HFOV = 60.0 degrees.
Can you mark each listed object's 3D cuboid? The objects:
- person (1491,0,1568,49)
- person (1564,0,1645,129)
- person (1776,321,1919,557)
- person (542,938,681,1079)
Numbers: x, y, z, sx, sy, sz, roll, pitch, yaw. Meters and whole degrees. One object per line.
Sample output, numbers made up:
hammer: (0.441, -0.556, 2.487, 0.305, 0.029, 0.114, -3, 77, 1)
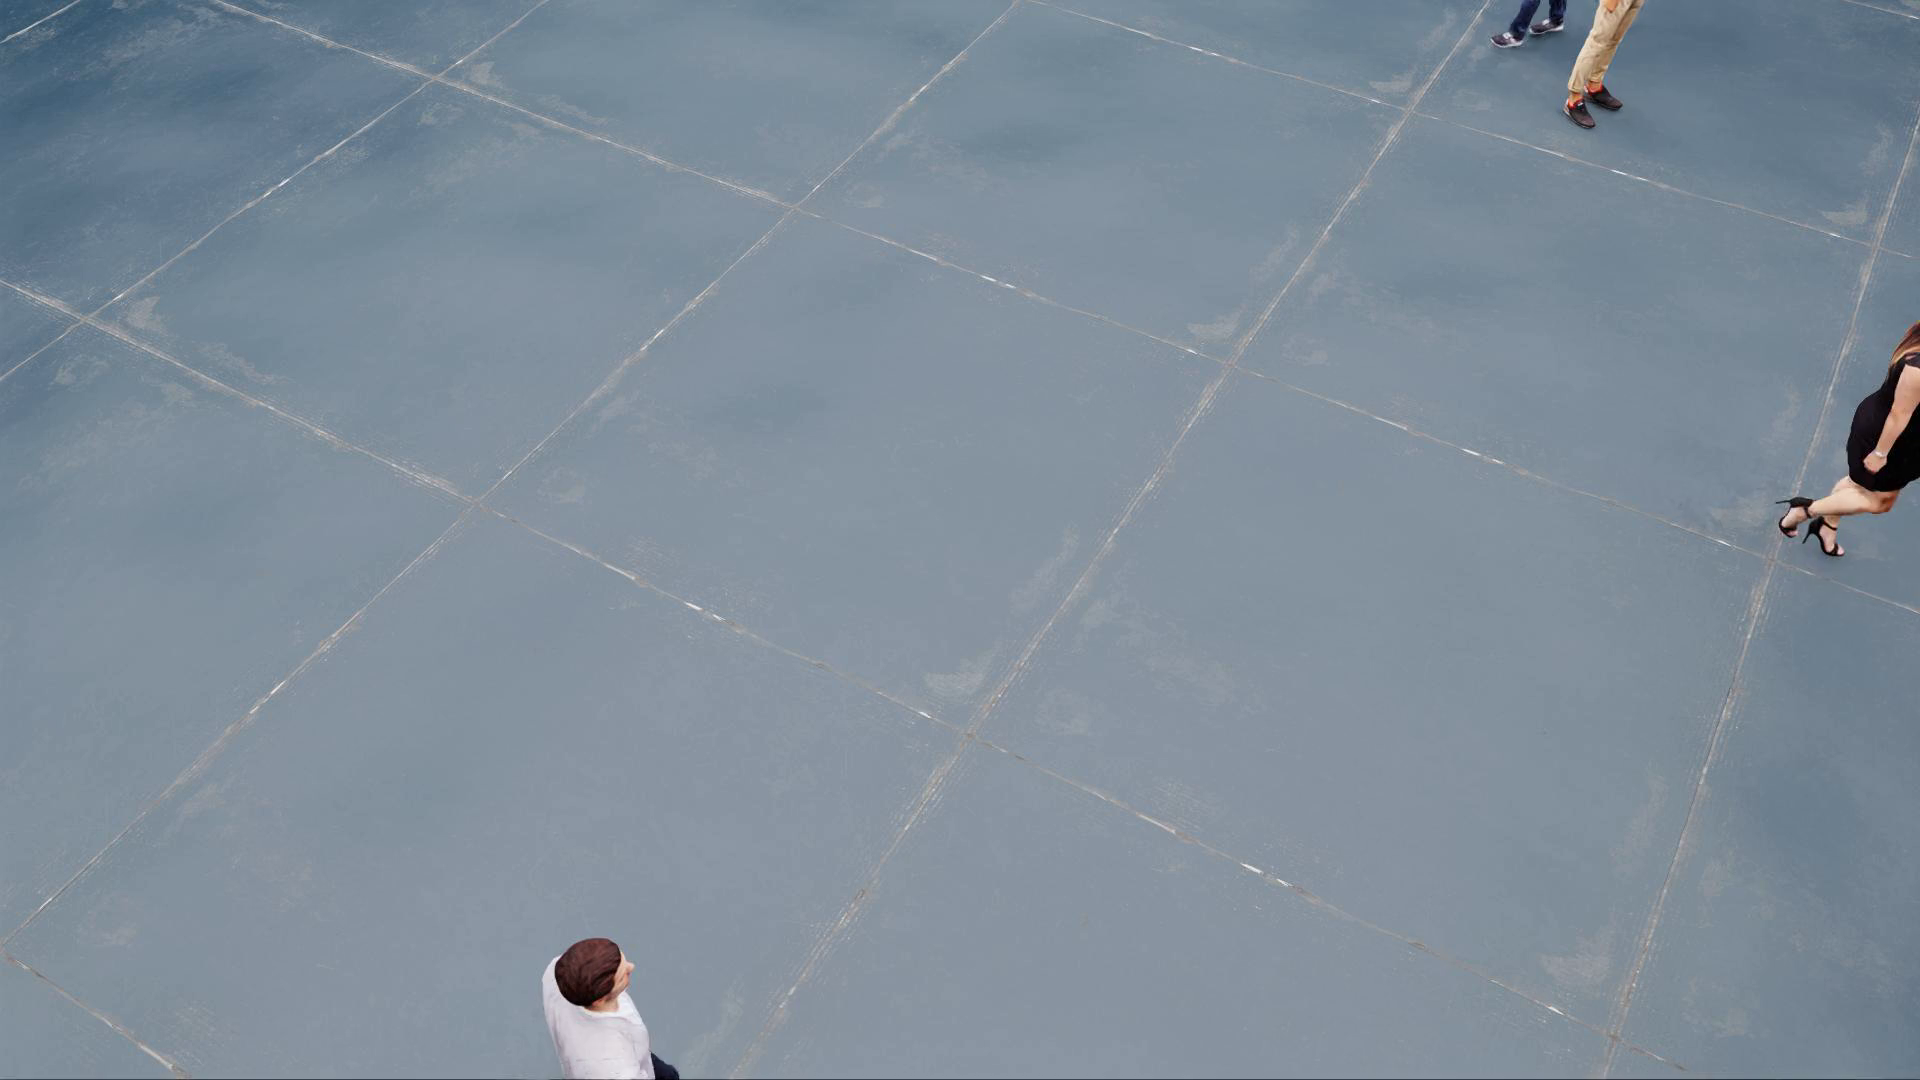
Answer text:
person: (4.180, -4.141, 11.353, 0.925, 1.530, 0.847, -8, 48, -8)
person: (4.259, -3.559, 10.594, 0.693, 1.856, 0.648, -32, 55, -26)
person: (4.324, -0.531, 7.899, 0.718, 1.703, 0.664, 24, 52, 21)
person: (-1.236, 1.894, 5.574, 0.996, 1.825, 0.969, -22, 51, -19)
